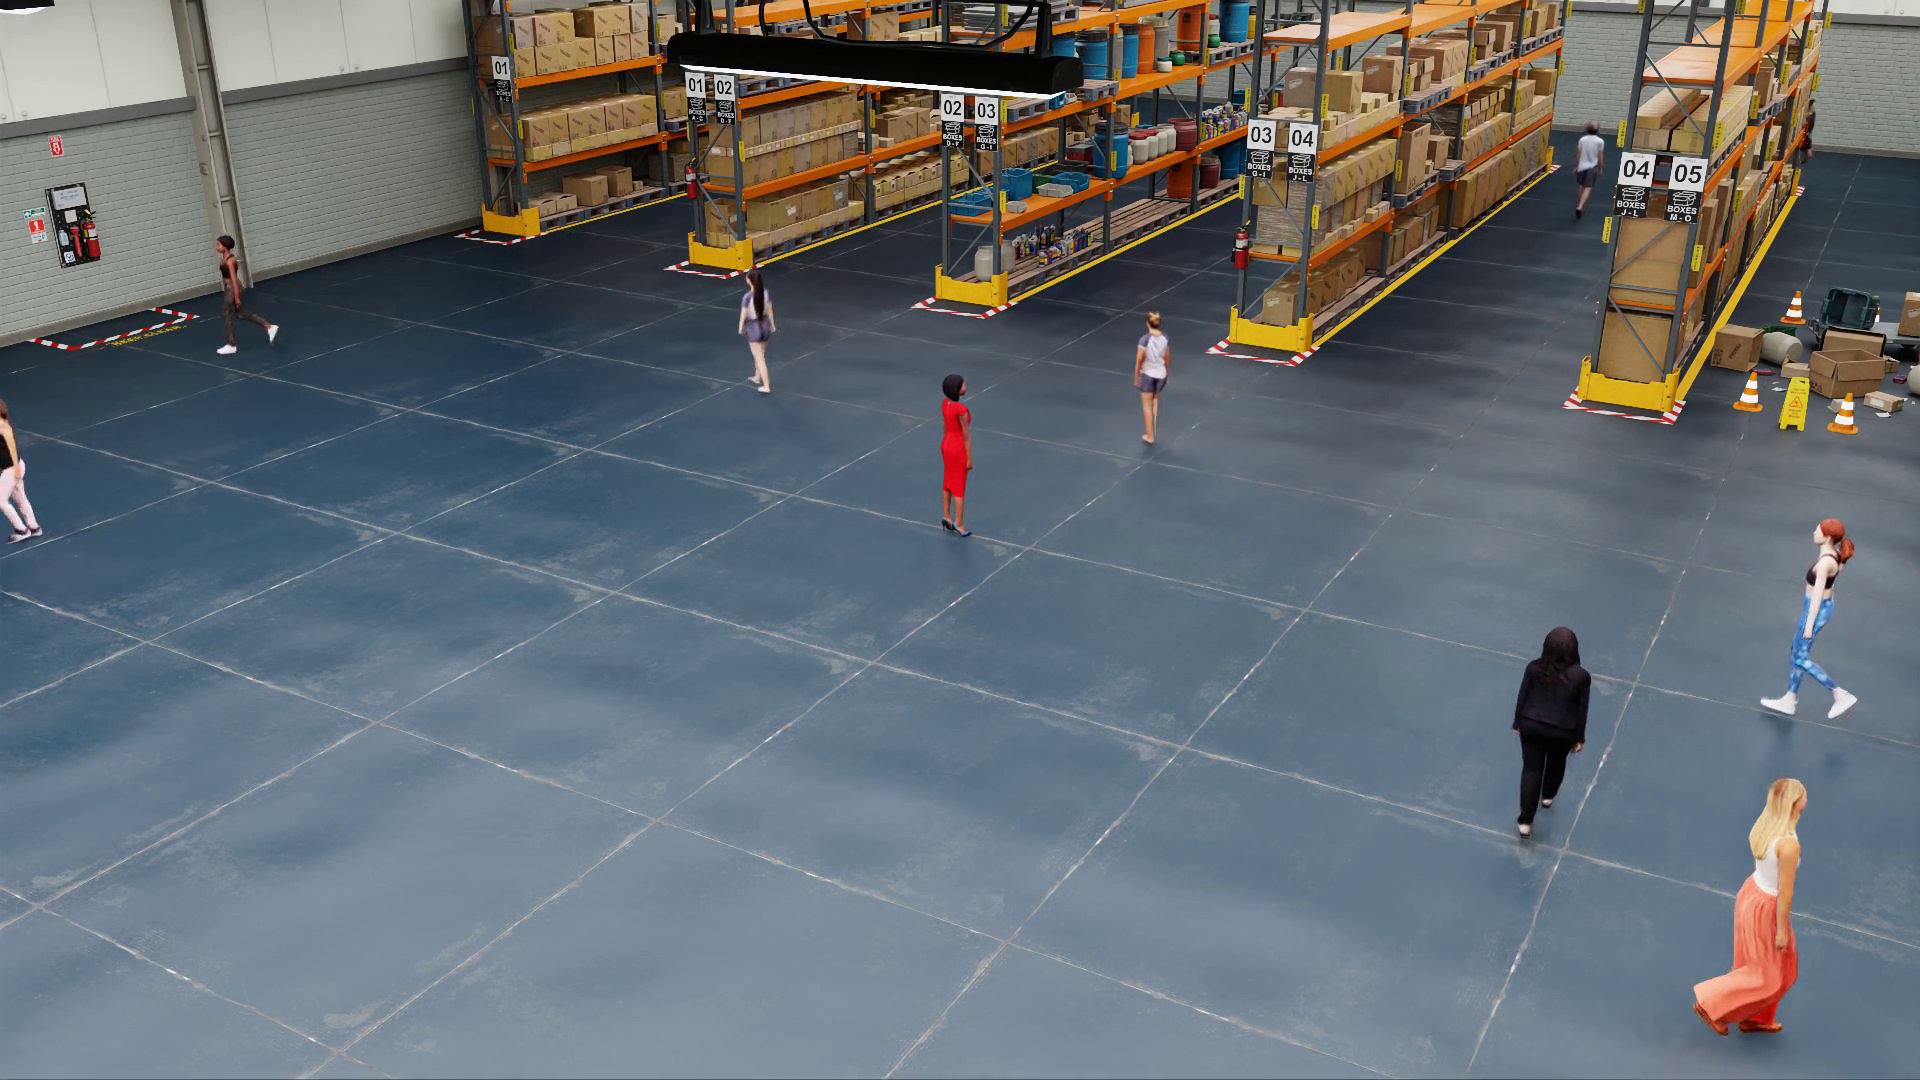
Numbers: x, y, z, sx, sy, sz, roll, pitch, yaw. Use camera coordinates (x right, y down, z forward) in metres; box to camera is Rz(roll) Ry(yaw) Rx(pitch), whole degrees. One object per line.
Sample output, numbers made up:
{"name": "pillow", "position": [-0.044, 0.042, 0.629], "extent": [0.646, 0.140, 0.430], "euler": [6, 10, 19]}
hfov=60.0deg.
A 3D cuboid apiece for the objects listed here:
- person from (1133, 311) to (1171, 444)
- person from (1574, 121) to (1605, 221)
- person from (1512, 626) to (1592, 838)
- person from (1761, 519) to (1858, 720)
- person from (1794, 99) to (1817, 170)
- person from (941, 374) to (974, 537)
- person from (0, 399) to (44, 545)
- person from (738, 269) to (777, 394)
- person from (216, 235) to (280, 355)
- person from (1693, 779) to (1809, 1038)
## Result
{"name": "person", "position": [2.352, -1.937, 19.986], "extent": [0.713, 1.613, 0.777], "euler": [-11, 25, -23]}
{"name": "person", "position": [11.945, -7.034, 31.734], "extent": [0.746, 1.801, 1.158], "euler": [17, 28, 34]}
{"name": "person", "position": [4.278, 1.423, 12.131], "extent": [0.774, 1.579, 1.075], "euler": [9, 25, 19]}
{"name": "person", "position": [7.085, 0.687, 13.614], "extent": [0.725, 1.771, 0.913], "euler": [18, 29, 37]}
{"name": "person", "position": [17.606, -8.364, 34.883], "extent": [0.825, 1.783, 0.885], "euler": [-5, 24, -12]}
{"name": "person", "position": [-0.051, -0.890, 17.359], "extent": [0.633, 1.743, 0.636], "euler": [-15, 27, -31]}
{"name": "person", "position": [-9.775, -0.740, 17.255], "extent": [0.694, 1.549, 0.635], "euler": [-13, 26, -27]}
{"name": "person", "position": [-2.586, -2.716, 21.797], "extent": [0.792, 1.631, 0.811], "euler": [21, 31, 40]}
{"name": "person", "position": [-10.189, -3.483, 23.552], "extent": [1.150, 1.669, 0.977], "euler": [-11, 25, -24]}
{"name": "person", "position": [4.745, 2.233, 9.950], "extent": [0.878, 1.794, 0.865], "euler": [4, 23, 9]}
